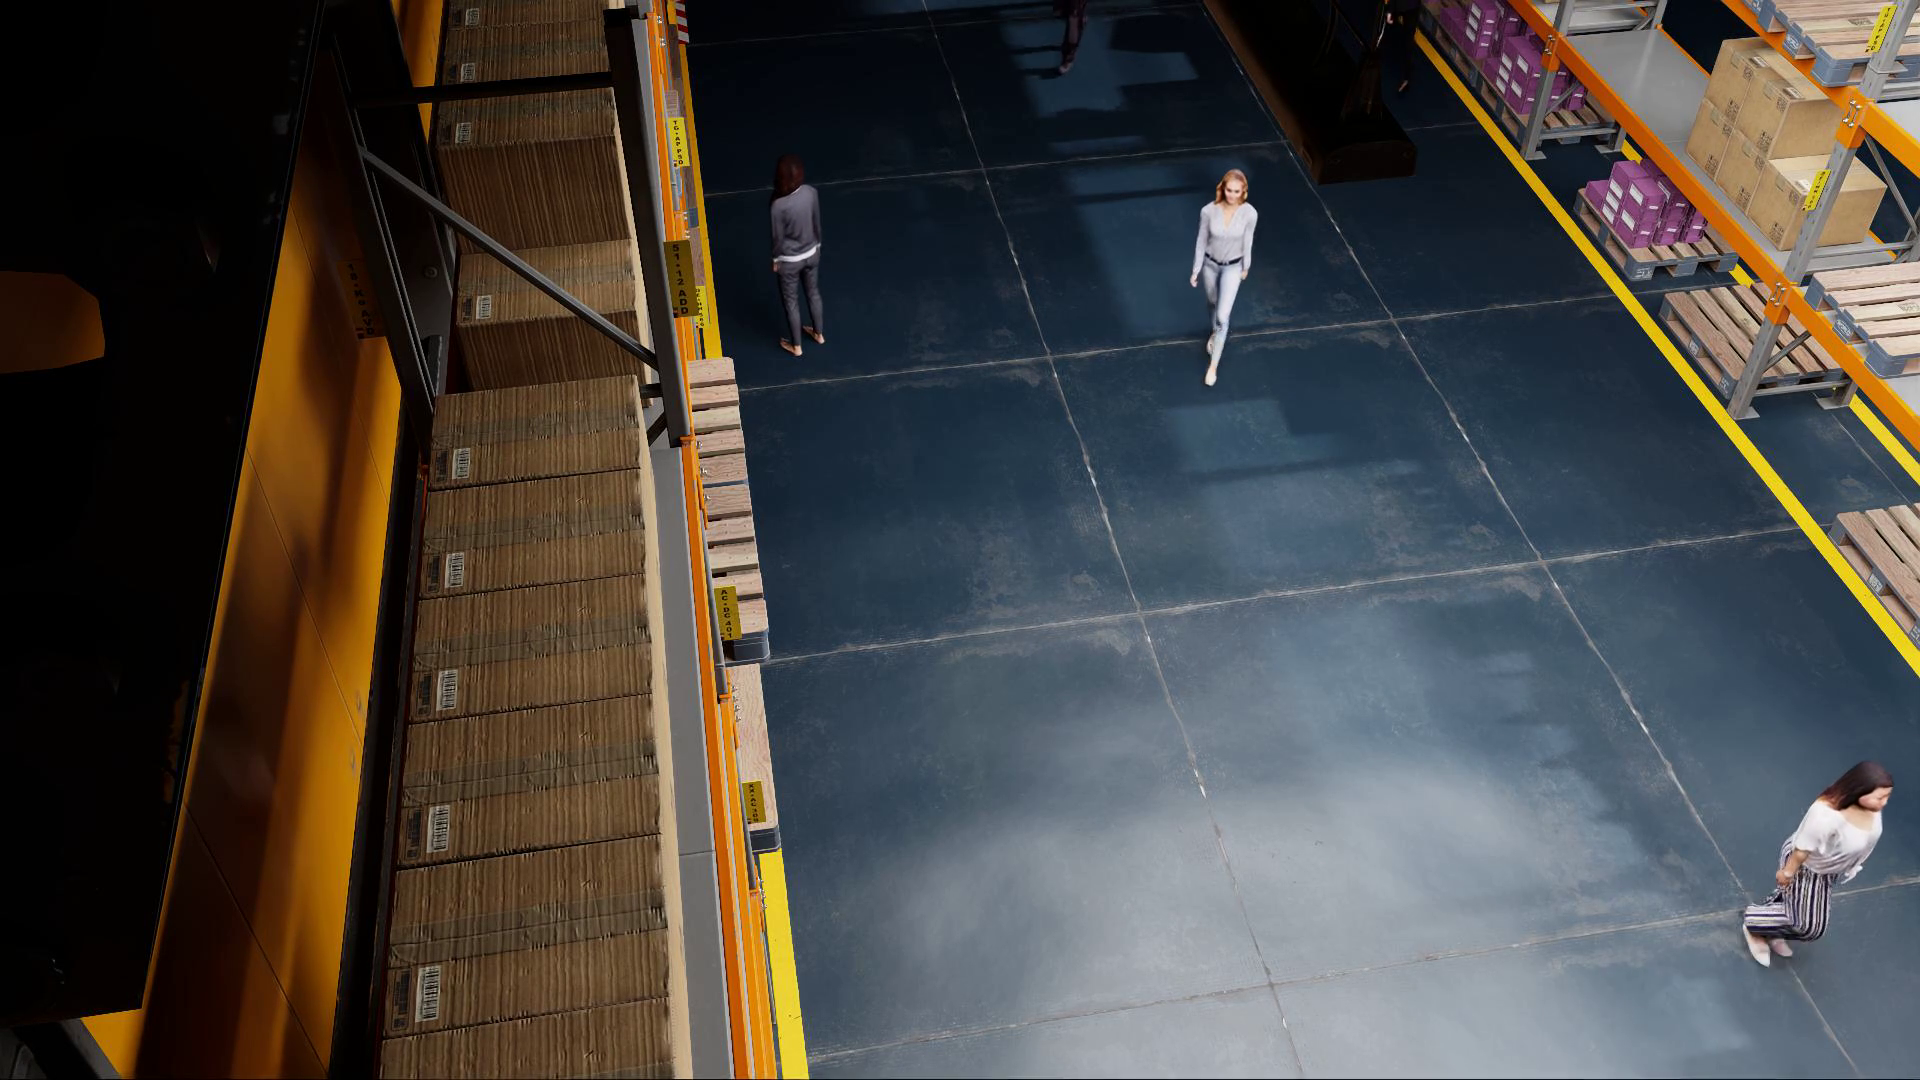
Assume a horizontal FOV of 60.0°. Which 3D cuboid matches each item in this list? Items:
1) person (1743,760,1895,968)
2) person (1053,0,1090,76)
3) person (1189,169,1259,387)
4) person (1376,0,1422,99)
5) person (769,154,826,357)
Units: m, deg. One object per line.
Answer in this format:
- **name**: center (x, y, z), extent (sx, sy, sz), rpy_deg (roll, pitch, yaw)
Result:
- **person**: center (4.687, 1.715, 9.207), extent (0.792, 1.667, 0.812), rpy_deg (-24, 48, -23)
- **person**: center (1.174, -5.739, 16.913), extent (1.107, 1.831, 1.170), rpy_deg (24, 49, 23)
- **person**: center (2.089, -2.209, 13.253), extent (0.914, 1.767, 1.121), rpy_deg (14, 45, 14)
- **person**: center (4.435, -5.200, 16.477), extent (0.646, 1.652, 1.070), rpy_deg (-9, 44, -9)
- **person**: center (-1.296, -2.285, 13.332), extent (0.688, 1.769, 0.691), rpy_deg (-31, 52, -29)
